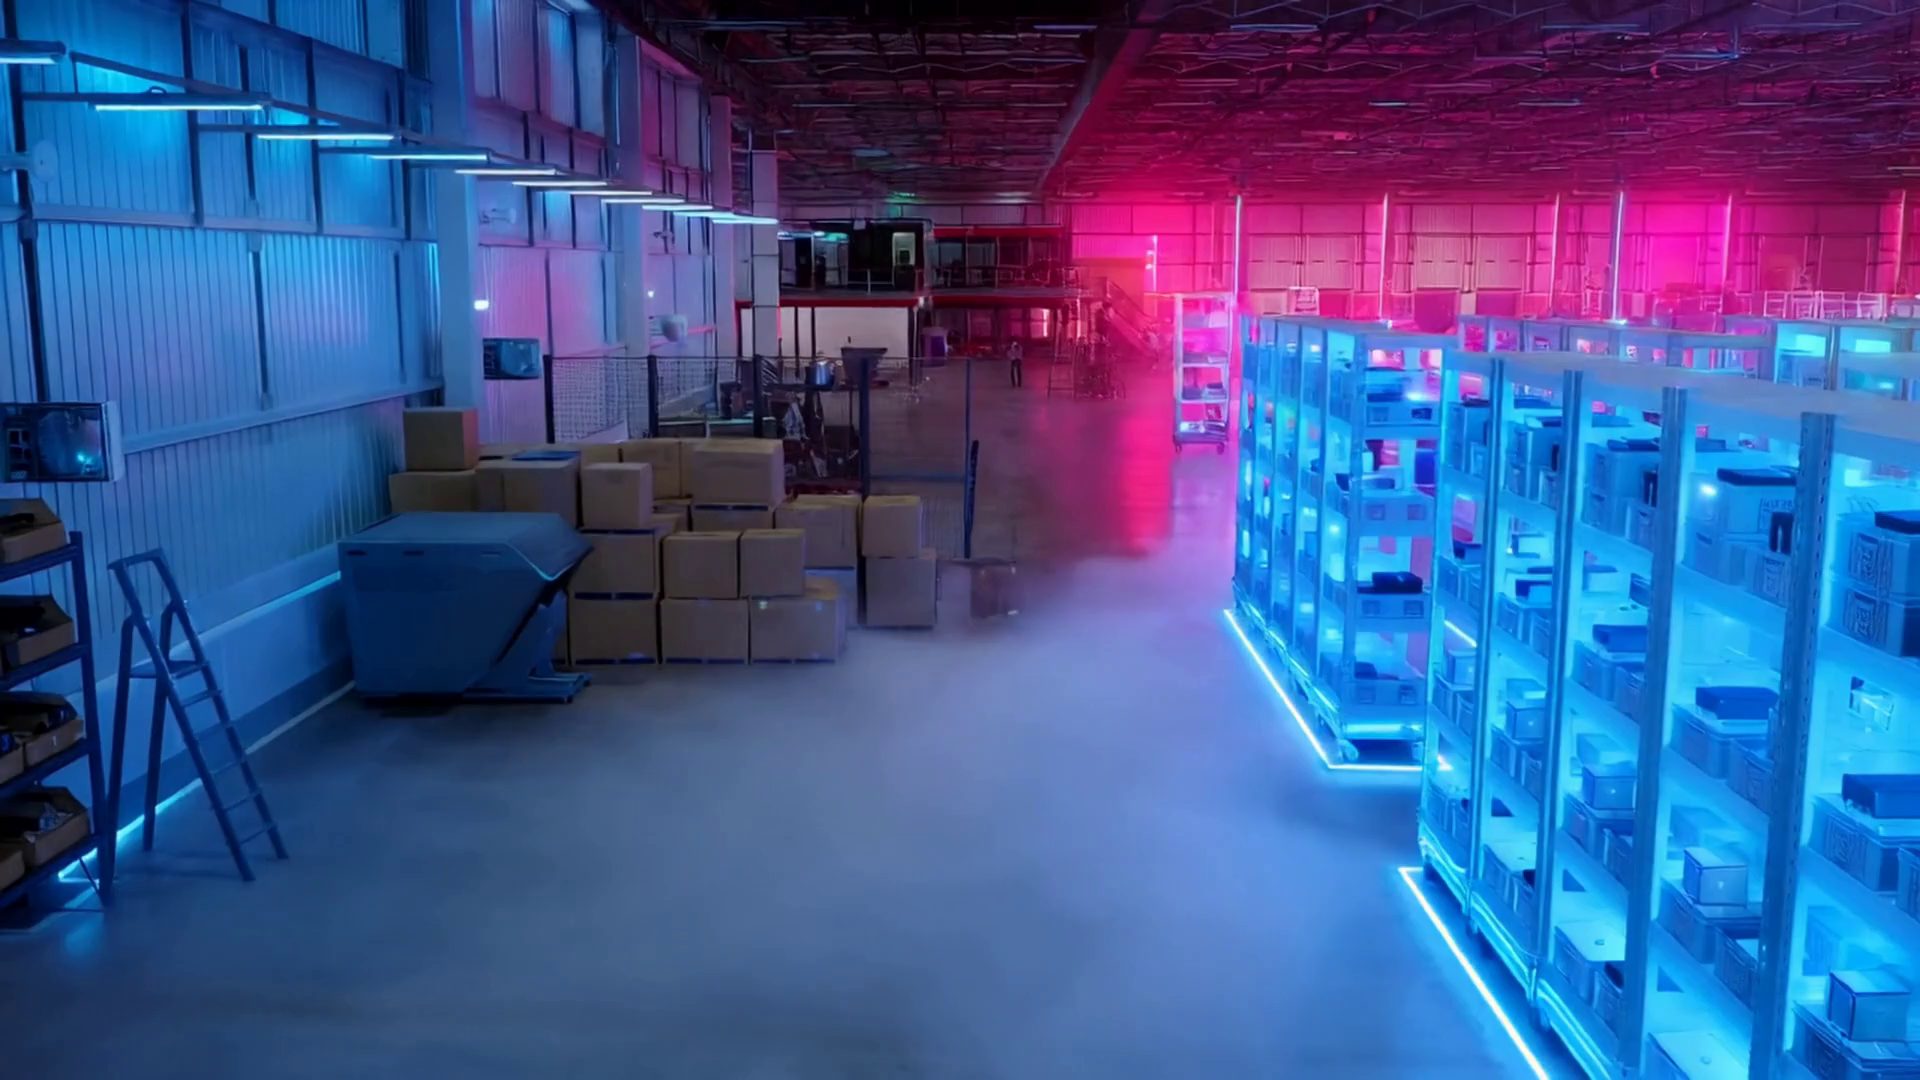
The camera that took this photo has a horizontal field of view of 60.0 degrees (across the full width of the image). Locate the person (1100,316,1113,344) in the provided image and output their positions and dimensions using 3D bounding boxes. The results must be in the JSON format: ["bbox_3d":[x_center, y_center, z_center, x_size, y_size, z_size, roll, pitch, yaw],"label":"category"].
[{"bbox_3d":[8.160,-11.883,92.914,0.627,1.889,1.016,-5,10,-27],"label":"person"}]

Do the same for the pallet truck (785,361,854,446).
[{"bbox_3d":[-3.410,-3.193,38.978,1.885,1.965,0.823,0,9,-1],"label":"pallet truck"}]

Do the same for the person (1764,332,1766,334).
[{"bbox_3d":[39.074,-9.809,80.287,0.430,1.838,0.623,1,9,9],"label":"person"}]

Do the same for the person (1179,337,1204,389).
[{"bbox_3d":[8.002,-6.103,57.441,0.976,1.838,0.593,1,9,3],"label":"person"}]

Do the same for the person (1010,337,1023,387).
[{"bbox_3d":[1.988,-6.270,58.667,0.522,1.769,0.318,-6,11,-31],"label":"person"}]

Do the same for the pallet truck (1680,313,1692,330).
[{"bbox_3d":[36.315,-10.531,84.244,0.823,1.965,1.885,-6,11,-33],"label":"pallet truck"}]

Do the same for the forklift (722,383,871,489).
[{"bbox_3d":[-2.893,-1.687,28.729,2.680,1.987,1.157,0,9,-1],"label":"forklift"}]

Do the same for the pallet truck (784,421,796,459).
[{"bbox_3d":[-4.013,-1.793,32.705,1.601,1.201,0.680,0,9,1],"label":"pallet truck"}]

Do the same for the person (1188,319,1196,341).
[{"bbox_3d":[13.620,-12.628,97.472,0.496,1.898,0.698,-5,11,-29],"label":"person"}]

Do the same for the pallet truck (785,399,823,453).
[{"bbox_3d":[-3.814,-2.432,36.419,1.630,1.274,0.653,0,9,1],"label":"pallet truck"}]

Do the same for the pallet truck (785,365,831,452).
[{"bbox_3d":[-3.774,-2.976,37.635,1.885,1.965,0.823,1,9,5],"label":"pallet truck"}]

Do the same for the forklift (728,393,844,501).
[{"bbox_3d":[-2.979,-1.316,26.476,2.680,1.987,1.157,0,9,1],"label":"forklift"}]

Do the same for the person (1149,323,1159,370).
[{"bbox_3d":[8.068,-8.035,69.057,0.364,1.928,0.586,7,12,37],"label":"person"}]

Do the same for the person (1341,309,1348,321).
[{"bbox_3d":[22.010,-12.306,95.426,0.497,1.918,0.568,2,9,14],"label":"person"}]

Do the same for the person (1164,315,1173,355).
[{"bbox_3d":[10.115,-9.910,80.612,0.359,1.936,0.637,5,11,29],"label":"person"}]

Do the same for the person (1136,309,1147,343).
[{"bbox_3d":[9.898,-11.576,90.695,0.623,1.992,0.397,1,9,5],"label":"person"}]

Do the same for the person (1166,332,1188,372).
[{"bbox_3d":[8.821,-7.816,67.361,0.855,2.000,0.688,2,9,10],"label":"person"}]

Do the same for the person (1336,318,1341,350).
[{"bbox_3d":[17.047,-8.959,74.538,0.762,2.017,0.609,-2,9,-13],"label":"person"}]

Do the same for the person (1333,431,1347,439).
[{"bbox_3d":[5.150,-0.545,22.653,0.623,1.990,0.390,6,11,35],"label":"person"}]

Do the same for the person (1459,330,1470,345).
[{"bbox_3d":[18.860,-6.953,62.478,0.983,1.898,0.552,7,12,38],"label":"person"}]

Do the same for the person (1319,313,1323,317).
[{"bbox_3d":[19.765,-11.534,91.145,0.533,1.765,0.330,-4,10,-25],"label":"person"}]

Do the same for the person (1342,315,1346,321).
[{"bbox_3d":[20.828,-11.354,90.300,0.539,1.684,0.379,-1,9,-5],"label":"person"}]

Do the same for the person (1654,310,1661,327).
[{"bbox_3d":[38.134,-11.640,91.238,0.641,1.947,0.988,-7,12,-37],"label":"person"}]

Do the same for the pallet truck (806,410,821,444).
[{"bbox_3d":[-3.559,-2.018,33.905,1.522,1.261,0.704,0,9,-1],"label":"pallet truck"}]
